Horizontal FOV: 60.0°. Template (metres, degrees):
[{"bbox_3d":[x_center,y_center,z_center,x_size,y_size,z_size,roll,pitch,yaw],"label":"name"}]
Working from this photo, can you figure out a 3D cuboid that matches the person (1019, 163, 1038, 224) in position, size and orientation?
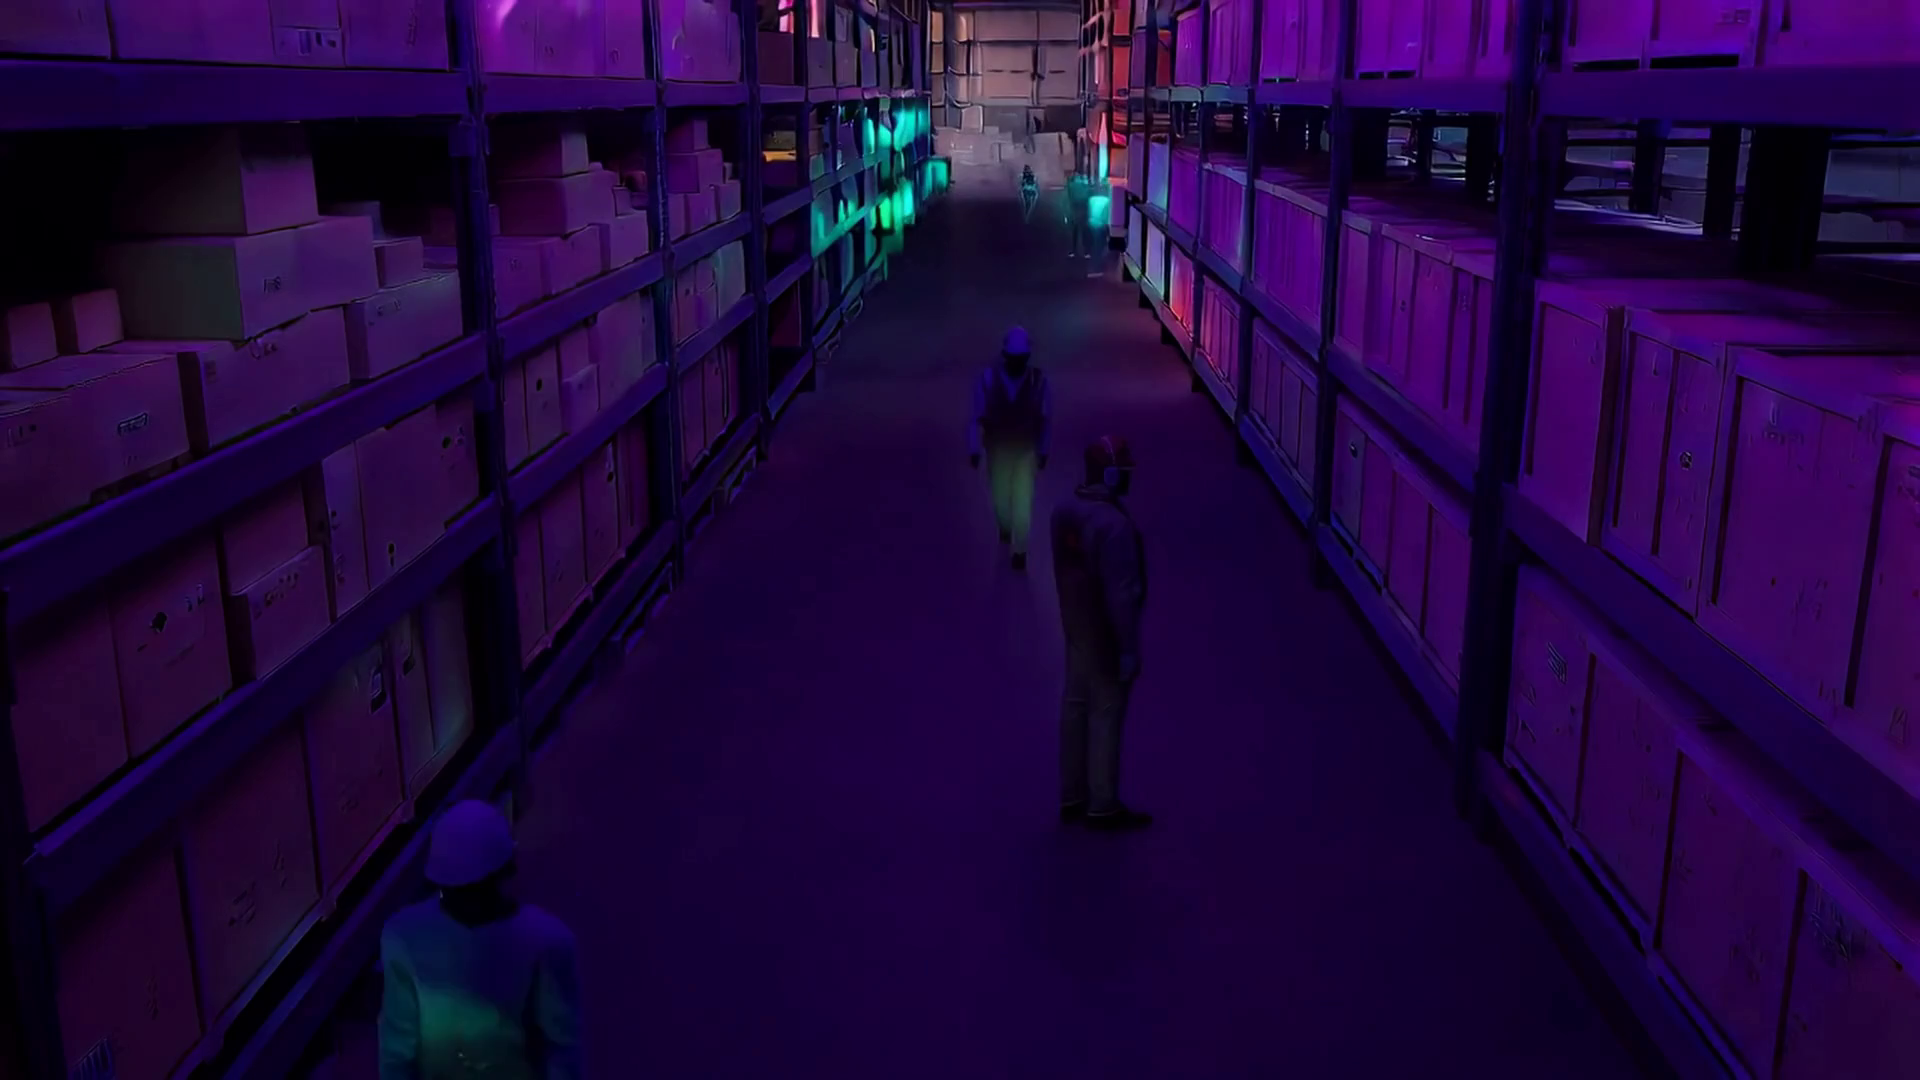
[{"bbox_3d":[1.851,-9.377,45.040,0.517,1.636,0.314,-1,15,-5],"label":"person"}]

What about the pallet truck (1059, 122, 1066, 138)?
[{"bbox_3d":[5.788,-21.111,88.014,1.885,1.965,0.823,5,16,18],"label":"pallet truck"}]

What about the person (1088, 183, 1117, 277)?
[{"bbox_3d":[2.830,-5.947,31.952,0.795,1.803,0.603,-5,16,-18],"label":"person"}]

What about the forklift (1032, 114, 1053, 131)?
[{"bbox_3d":[3.487,-16.955,70.875,1.129,2.768,1.873,-2,15,-8],"label":"forklift"}]

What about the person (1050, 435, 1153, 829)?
[{"bbox_3d":[0.697,0.437,8.010,0.407,1.910,0.639,-7,17,-24],"label":"person"}]

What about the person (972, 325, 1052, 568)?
[{"bbox_3d":[0.400,-0.746,12.610,0.591,1.805,0.778,2,15,7],"label":"person"}]

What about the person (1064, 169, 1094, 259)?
[{"bbox_3d":[2.527,-6.973,35.609,0.644,1.900,0.397,6,16,23],"label":"person"}]

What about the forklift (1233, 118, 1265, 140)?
[{"bbox_3d":[7.781,-9.963,44.860,1.129,2.768,1.873,0,15,2],"label":"forklift"}]

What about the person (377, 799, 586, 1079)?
[{"bbox_3d":[-1.258,1.465,4.519,0.518,1.734,0.865,2,15,8],"label":"person"}]

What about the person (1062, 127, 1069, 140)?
[{"bbox_3d":[5.157,-19.383,81.862,0.441,1.852,0.620,-6,16,-20],"label":"person"}]
